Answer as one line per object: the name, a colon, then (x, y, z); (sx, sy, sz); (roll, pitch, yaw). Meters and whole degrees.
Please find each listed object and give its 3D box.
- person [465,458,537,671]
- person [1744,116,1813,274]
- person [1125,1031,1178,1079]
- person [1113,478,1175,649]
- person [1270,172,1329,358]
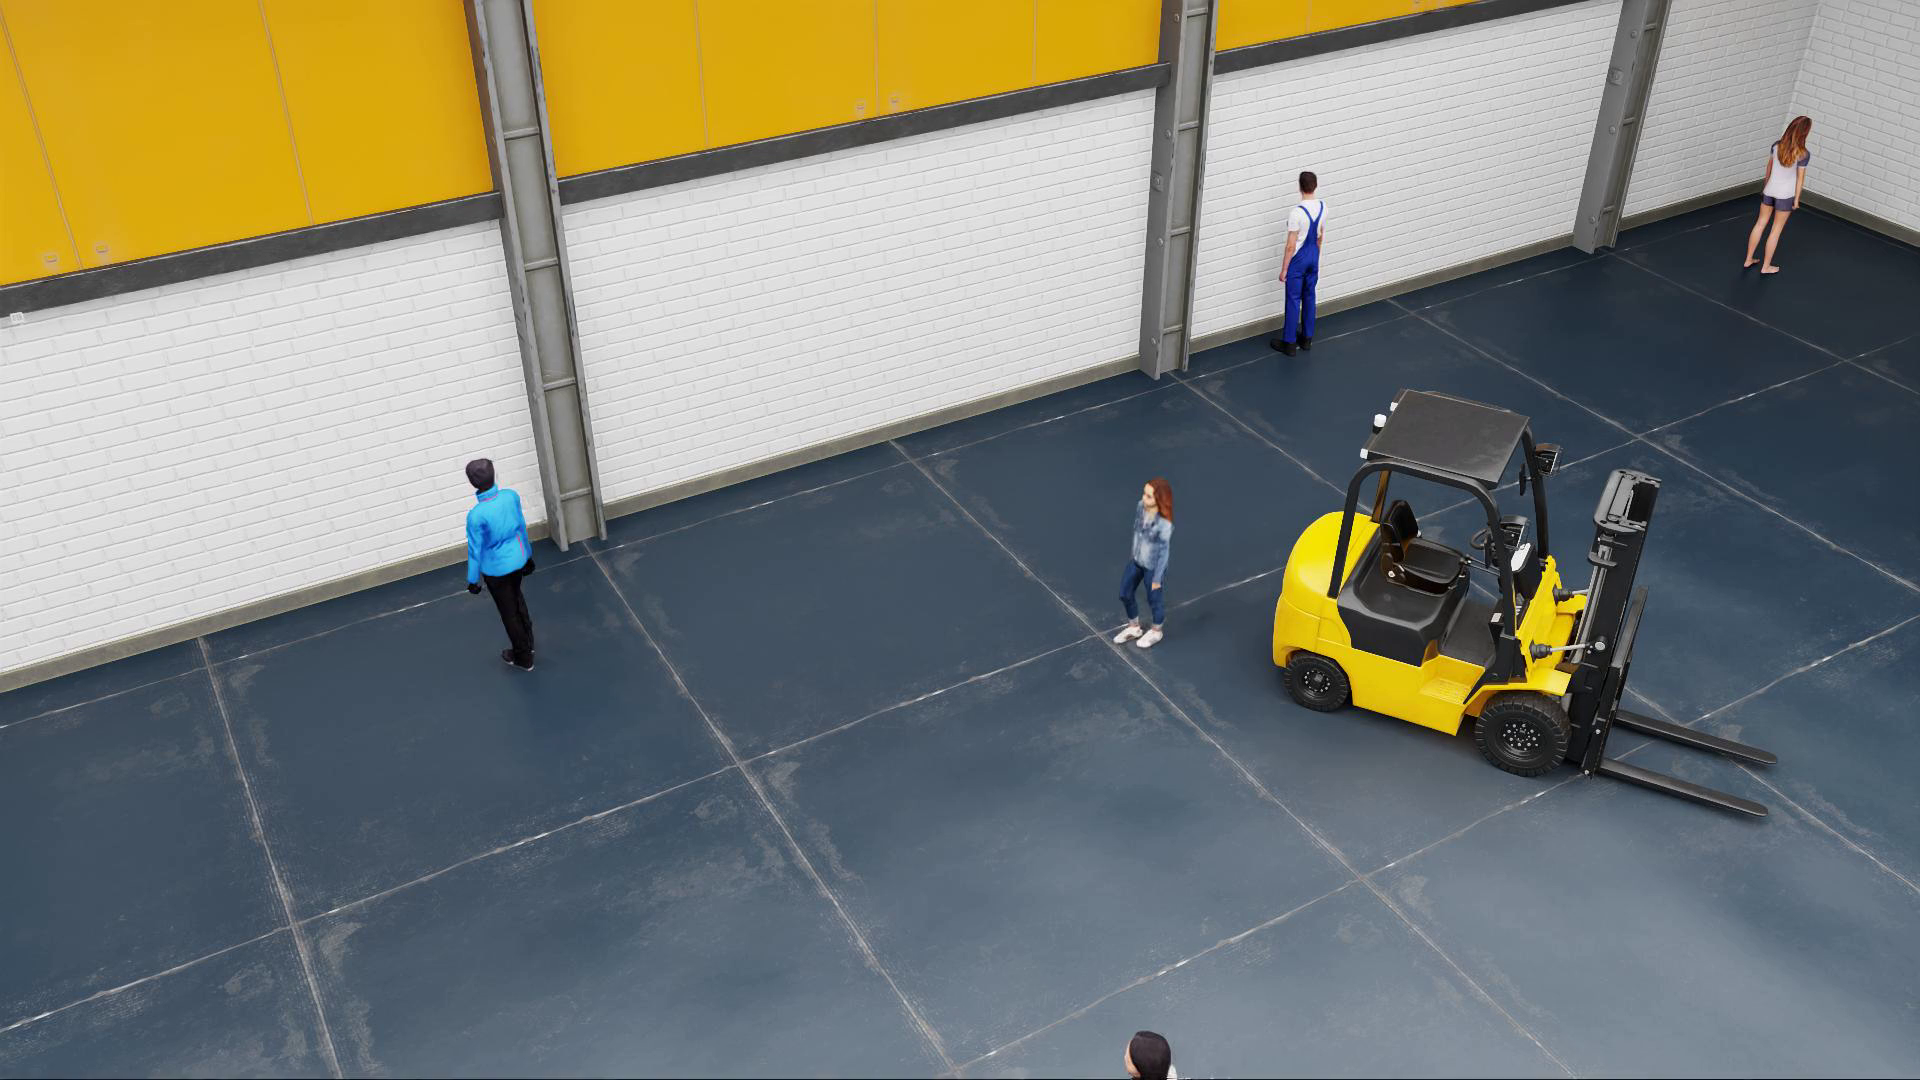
person: (-3.217, 0.211, 11.949); (0.819, 1.785, 0.716); (20, 39, 28)
person: (8.831, -3.731, 17.928); (0.527, 1.732, 0.593); (-18, 38, -25)
person: (0.930, 2.963, 7.848); (0.850, 1.741, 0.787); (5, 34, 8)
person: (1.465, 0.154, 12.322); (0.585, 1.466, 0.589); (-19, 38, -26)
person: (3.347, -2.713, 16.292); (0.483, 1.848, 0.677); (-18, 38, -25)
